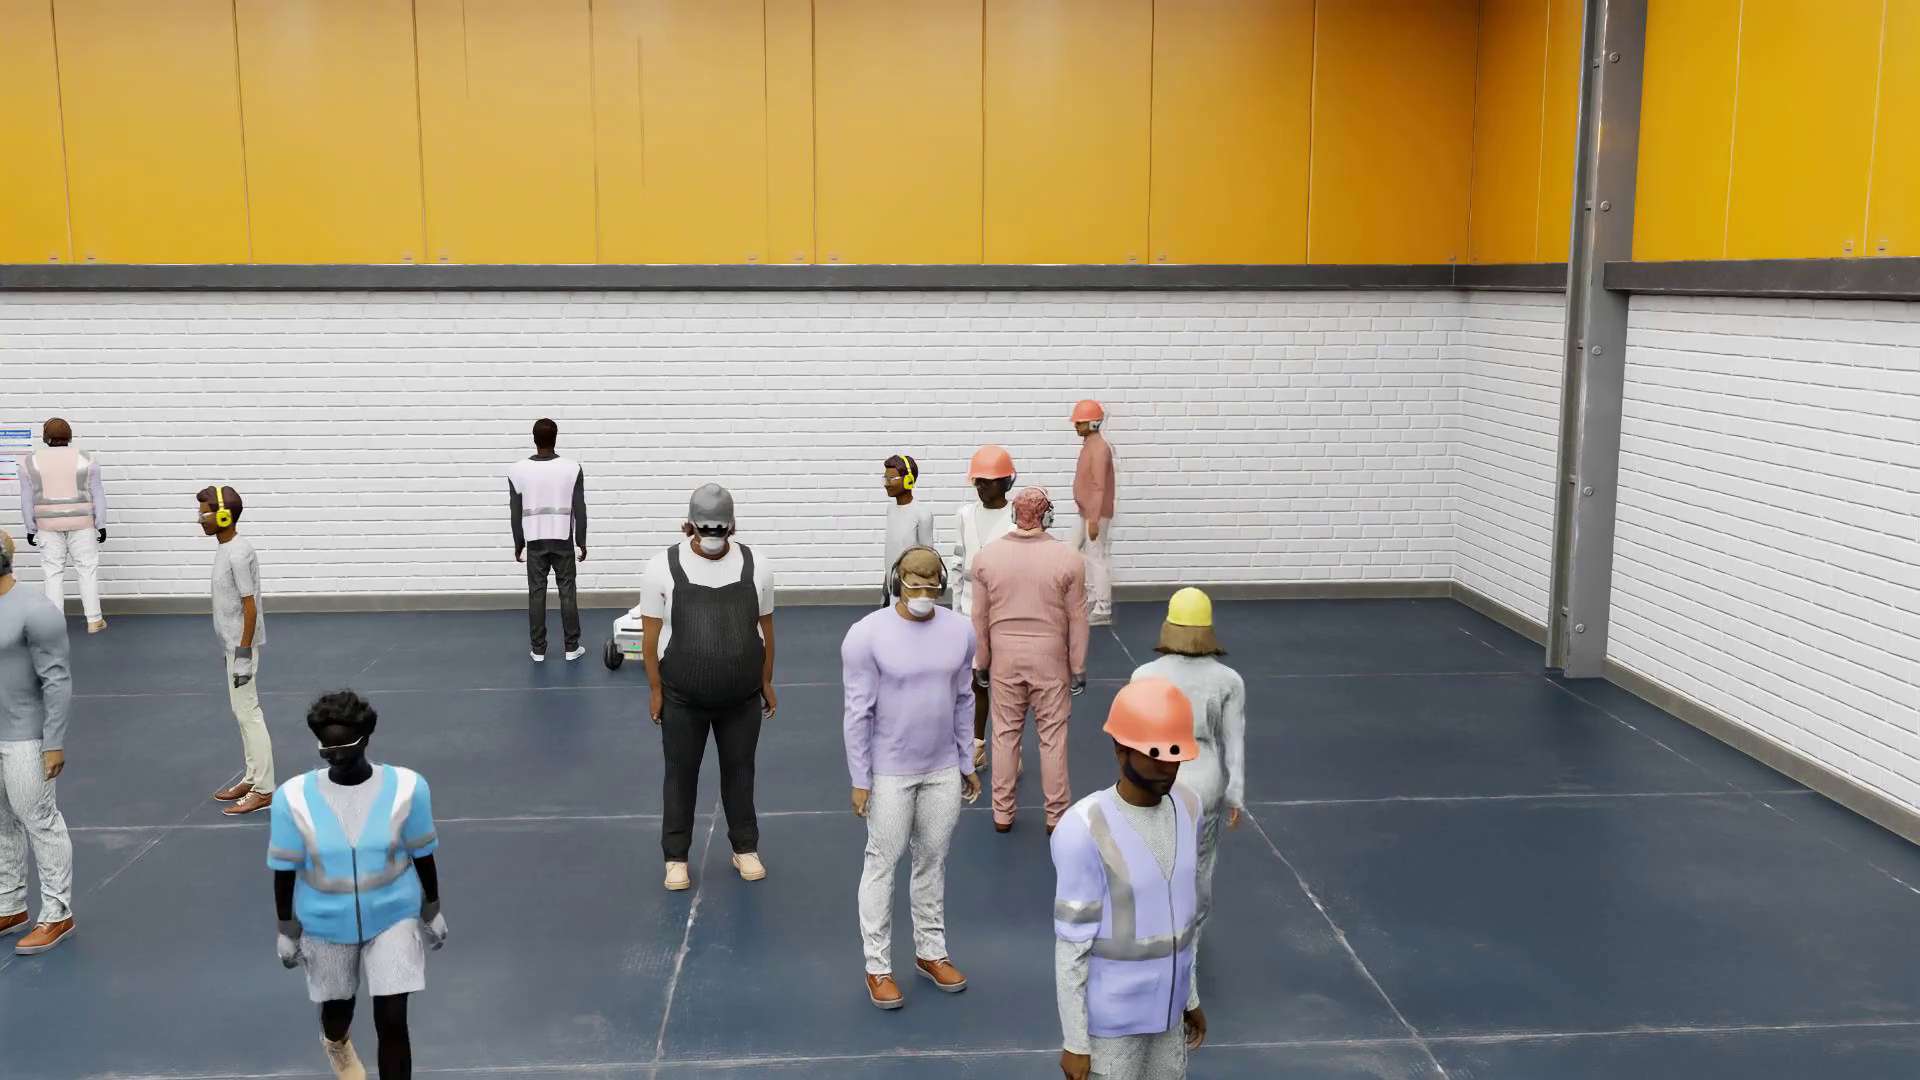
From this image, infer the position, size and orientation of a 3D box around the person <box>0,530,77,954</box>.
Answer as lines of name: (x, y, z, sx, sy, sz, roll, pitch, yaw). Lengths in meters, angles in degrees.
person: (-4.275, 0.886, 7.468, 0.637, 1.938, 0.357, 3, 10, 18)

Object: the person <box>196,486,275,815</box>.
person: (-4.091, 0.615, 9.404, 0.309, 1.864, 0.535, -5, 10, -29)

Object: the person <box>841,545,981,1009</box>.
person: (-0.192, 0.969, 6.971, 0.627, 1.934, 0.370, -5, 11, -31)

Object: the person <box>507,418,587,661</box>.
person: (-3.230, 0.004, 13.080, 0.592, 1.917, 0.392, -1, 9, -9)

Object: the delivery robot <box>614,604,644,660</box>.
delivery robot: (-2.411, 0.656, 12.940, 0.477, 0.478, 0.707, 2, 10, 12)

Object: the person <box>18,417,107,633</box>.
person: (-7.553, -0.115, 14.055, 0.633, 1.845, 0.429, -4, 10, -23)

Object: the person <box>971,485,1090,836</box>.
person: (0.389, 0.653, 9.039, 0.644, 1.907, 0.400, 3, 9, 16)

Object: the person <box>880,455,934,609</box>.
person: (-0.357, 0.365, 10.962, 0.310, 1.868, 0.532, -6, 11, -35)

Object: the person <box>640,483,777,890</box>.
person: (-1.218, 0.711, 8.251, 0.676, 2.000, 0.536, -3, 10, -20)

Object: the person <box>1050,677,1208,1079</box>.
person: (0.512, 1.326, 4.720, 0.551, 1.932, 0.377, -8, 12, -40)

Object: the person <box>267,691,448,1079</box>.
person: (-2.096, 1.292, 5.812, 0.564, 1.657, 0.794, -3, 10, -18)

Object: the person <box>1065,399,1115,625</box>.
person: (1.132, -0.232, 14.360, 0.471, 1.975, 0.640, -1, 9, -6)

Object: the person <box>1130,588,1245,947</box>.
person: (0.944, 1.044, 7.190, 0.499, 1.704, 0.869, -1, 9, -4)

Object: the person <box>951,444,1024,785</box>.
person: (0.189, 0.445, 9.919, 0.605, 2.043, 0.376, 6, 11, 34)
